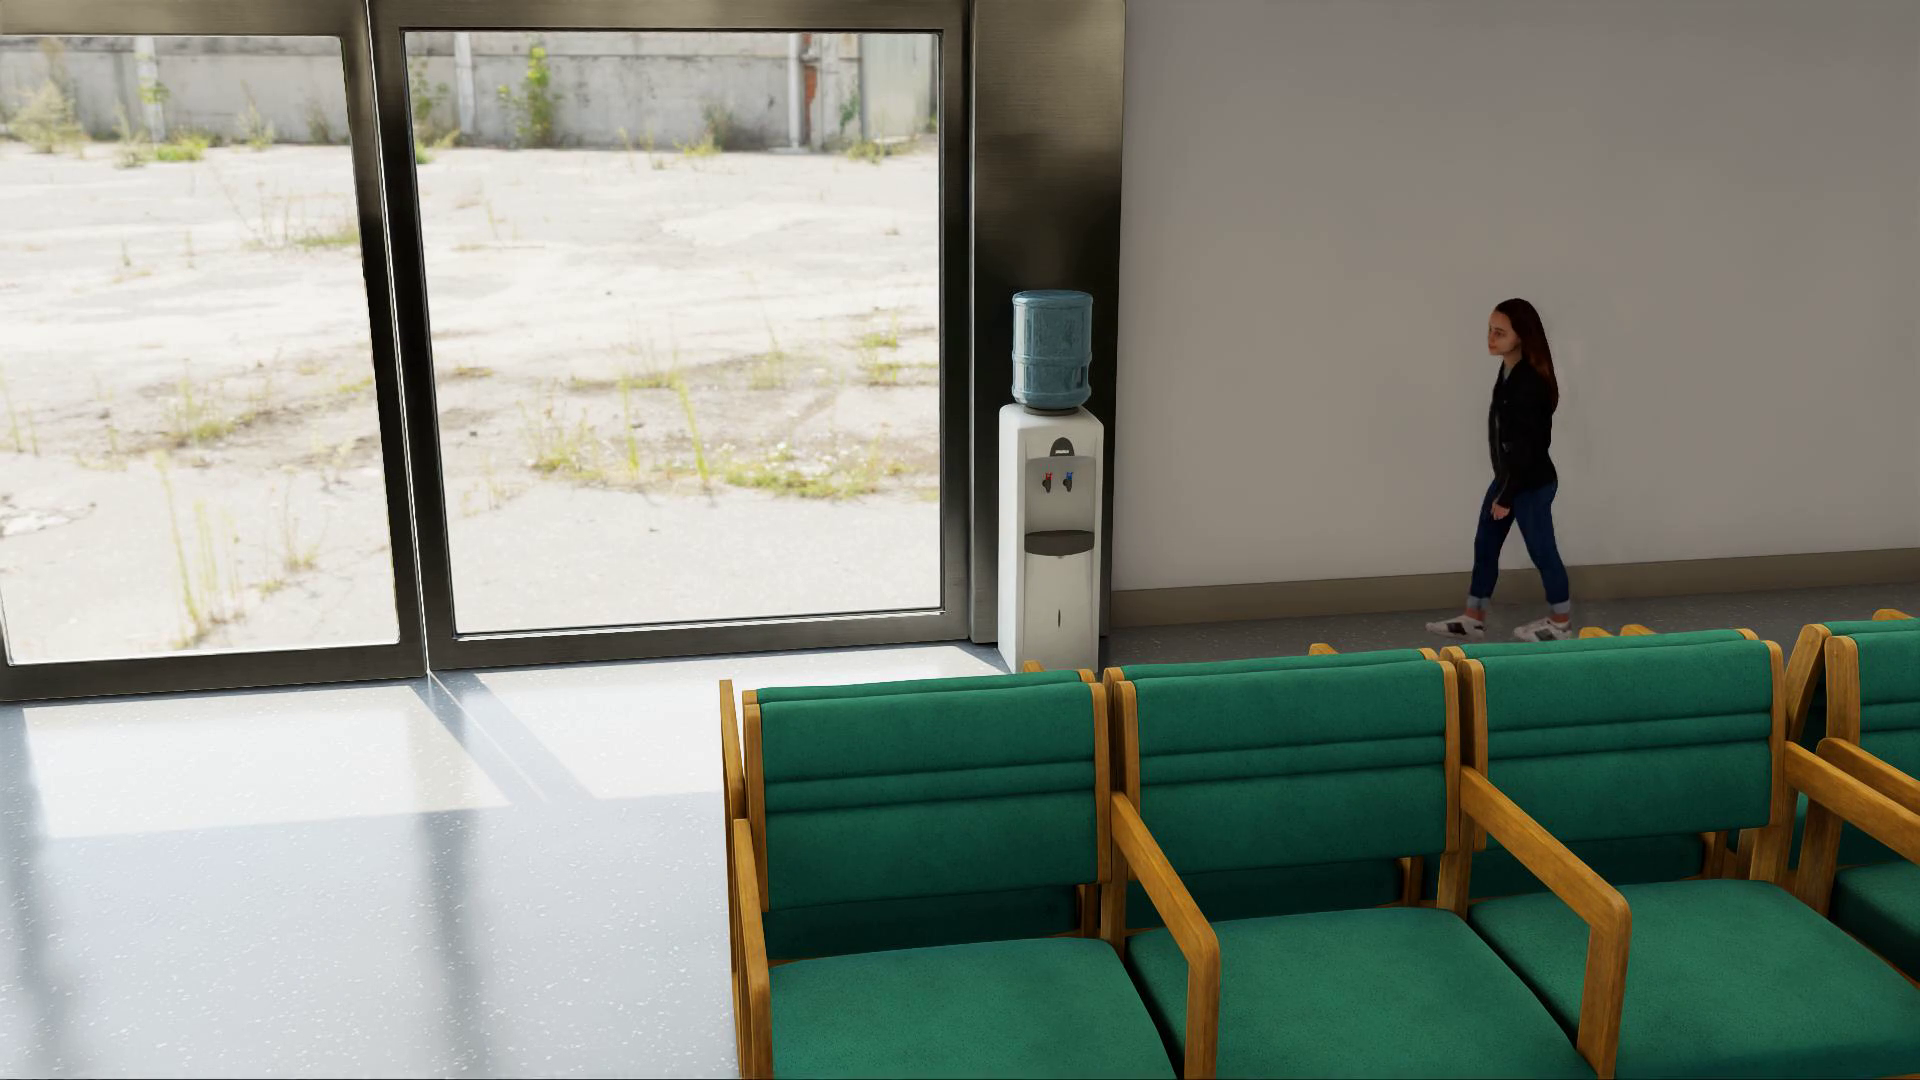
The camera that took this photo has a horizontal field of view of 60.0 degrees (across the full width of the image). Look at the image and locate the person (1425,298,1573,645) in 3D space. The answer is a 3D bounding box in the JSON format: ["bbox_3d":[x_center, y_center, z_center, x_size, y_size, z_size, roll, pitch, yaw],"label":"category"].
[{"bbox_3d":[2.339,-0.245,6.727,0.686,1.436,0.791,1,16,4],"label":"person"}]
